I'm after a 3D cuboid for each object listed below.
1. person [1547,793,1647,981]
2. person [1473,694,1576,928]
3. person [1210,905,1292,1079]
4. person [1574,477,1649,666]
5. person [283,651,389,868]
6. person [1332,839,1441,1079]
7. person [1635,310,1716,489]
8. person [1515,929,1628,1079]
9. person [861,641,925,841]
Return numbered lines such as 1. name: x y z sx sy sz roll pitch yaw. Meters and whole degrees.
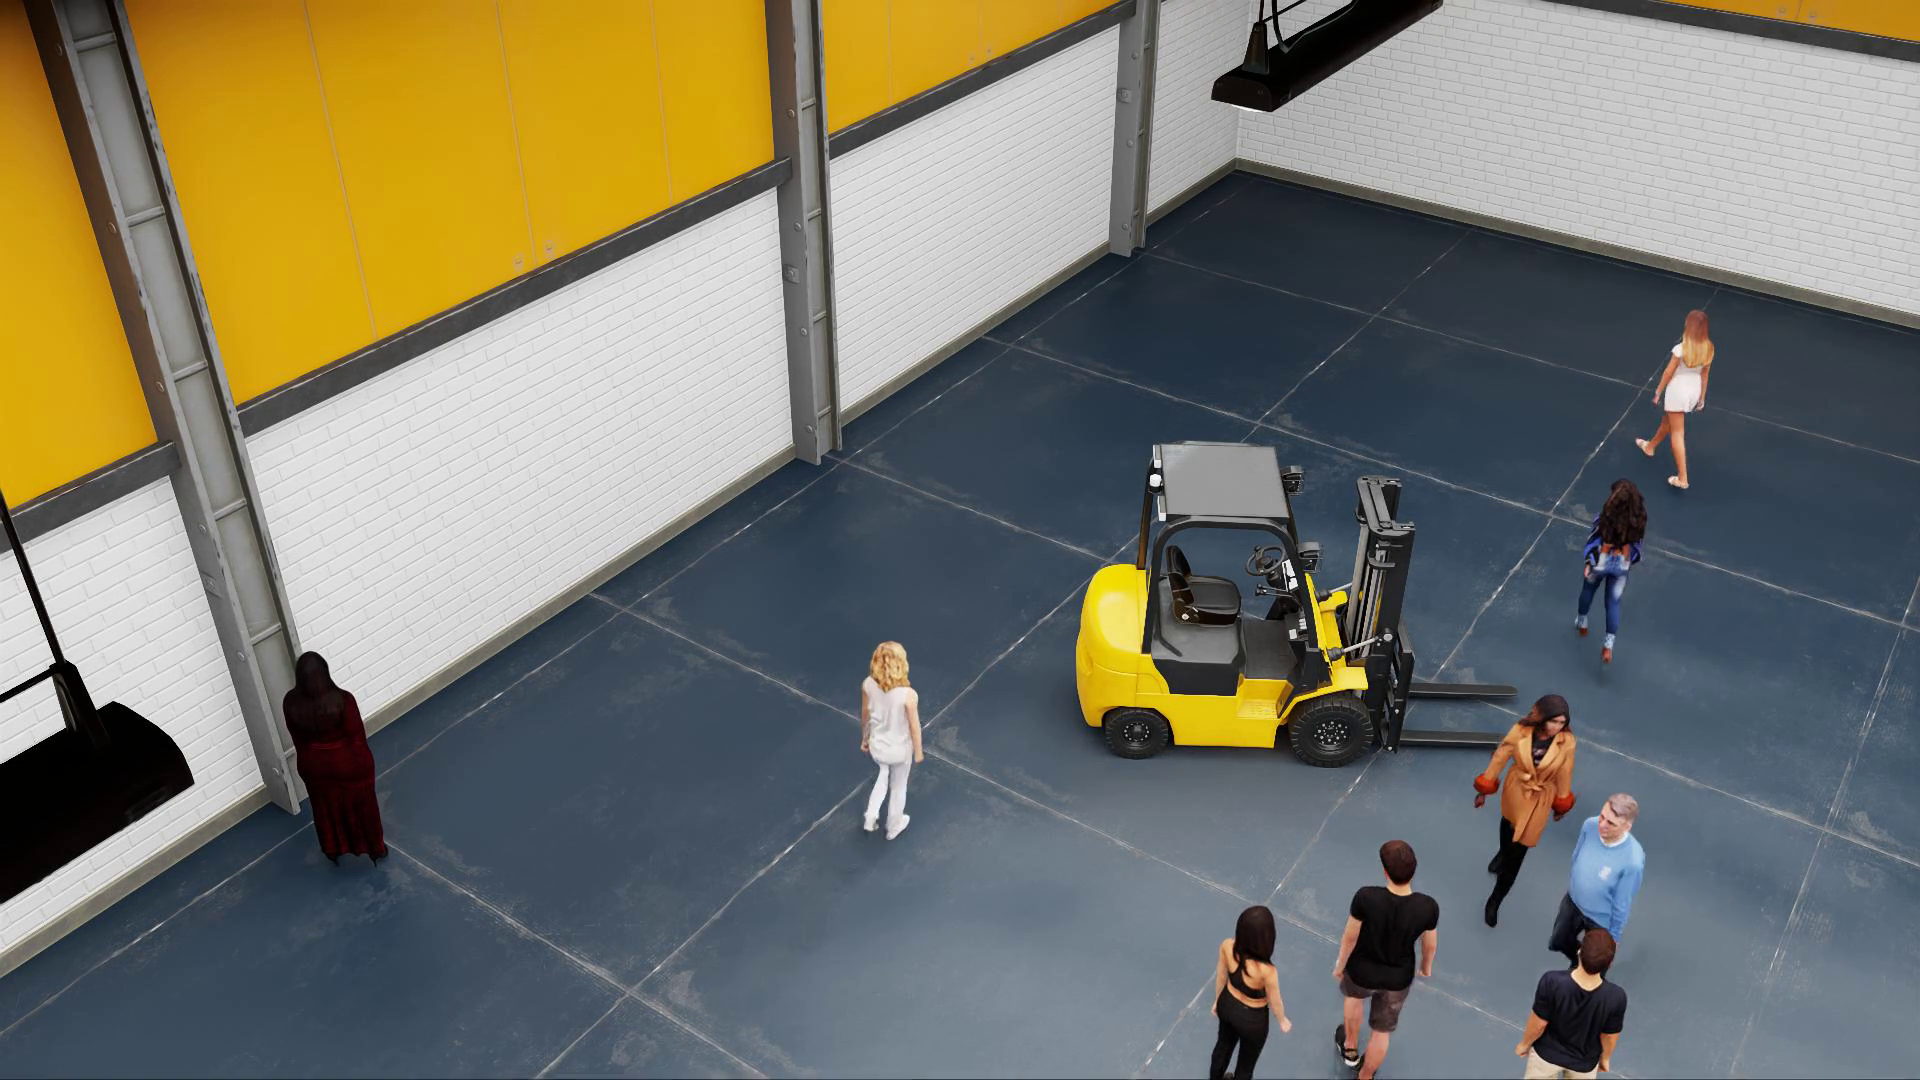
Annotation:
1. person: 3.933 2.197 10.119 0.844 1.806 0.807 -17 37 -24
2. person: 3.776 1.666 11.023 0.796 1.690 1.067 20 39 28
3. person: 1.603 2.733 9.463 0.601 1.640 0.610 -29 43 -36
4. person: 5.187 0.256 13.233 0.882 1.591 1.105 6 34 9
5. person: -4.222 1.498 11.215 0.786 1.757 0.826 -1 34 -2
6. person: 2.409 2.540 9.567 0.859 1.846 0.888 7 34 10
7. person: 6.765 -1.276 15.493 1.127 1.641 1.138 -8 34 -11
8. person: 3.325 2.827 9.124 0.704 1.859 0.656 8 34 12
9. person: -0.513 1.437 11.392 0.591 1.663 0.640 19 38 26
